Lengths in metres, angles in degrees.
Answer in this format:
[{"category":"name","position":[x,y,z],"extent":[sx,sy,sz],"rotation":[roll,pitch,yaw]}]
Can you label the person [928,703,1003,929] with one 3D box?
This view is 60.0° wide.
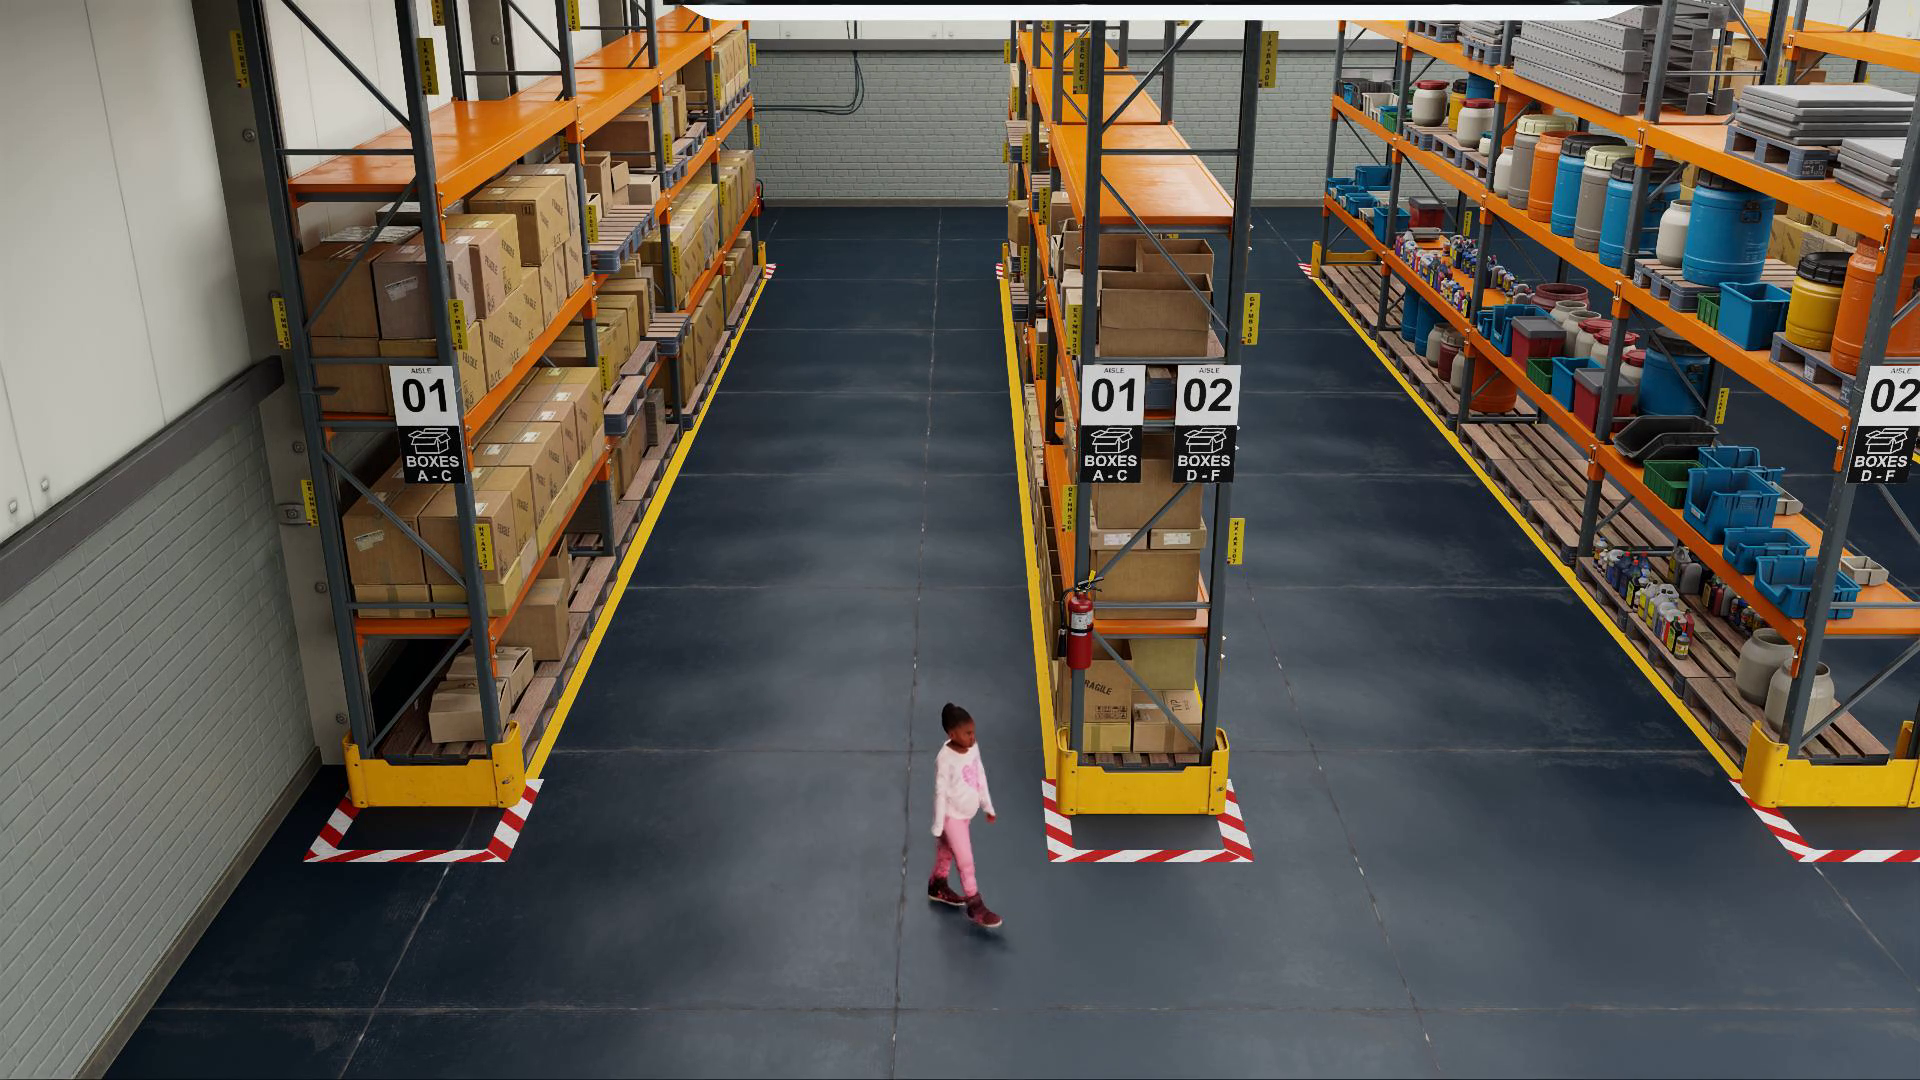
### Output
[{"category":"person","position":[-0.081,1.650,10.271],"extent":[0.856,1.429,0.859],"rotation":[13,25,28]}]
